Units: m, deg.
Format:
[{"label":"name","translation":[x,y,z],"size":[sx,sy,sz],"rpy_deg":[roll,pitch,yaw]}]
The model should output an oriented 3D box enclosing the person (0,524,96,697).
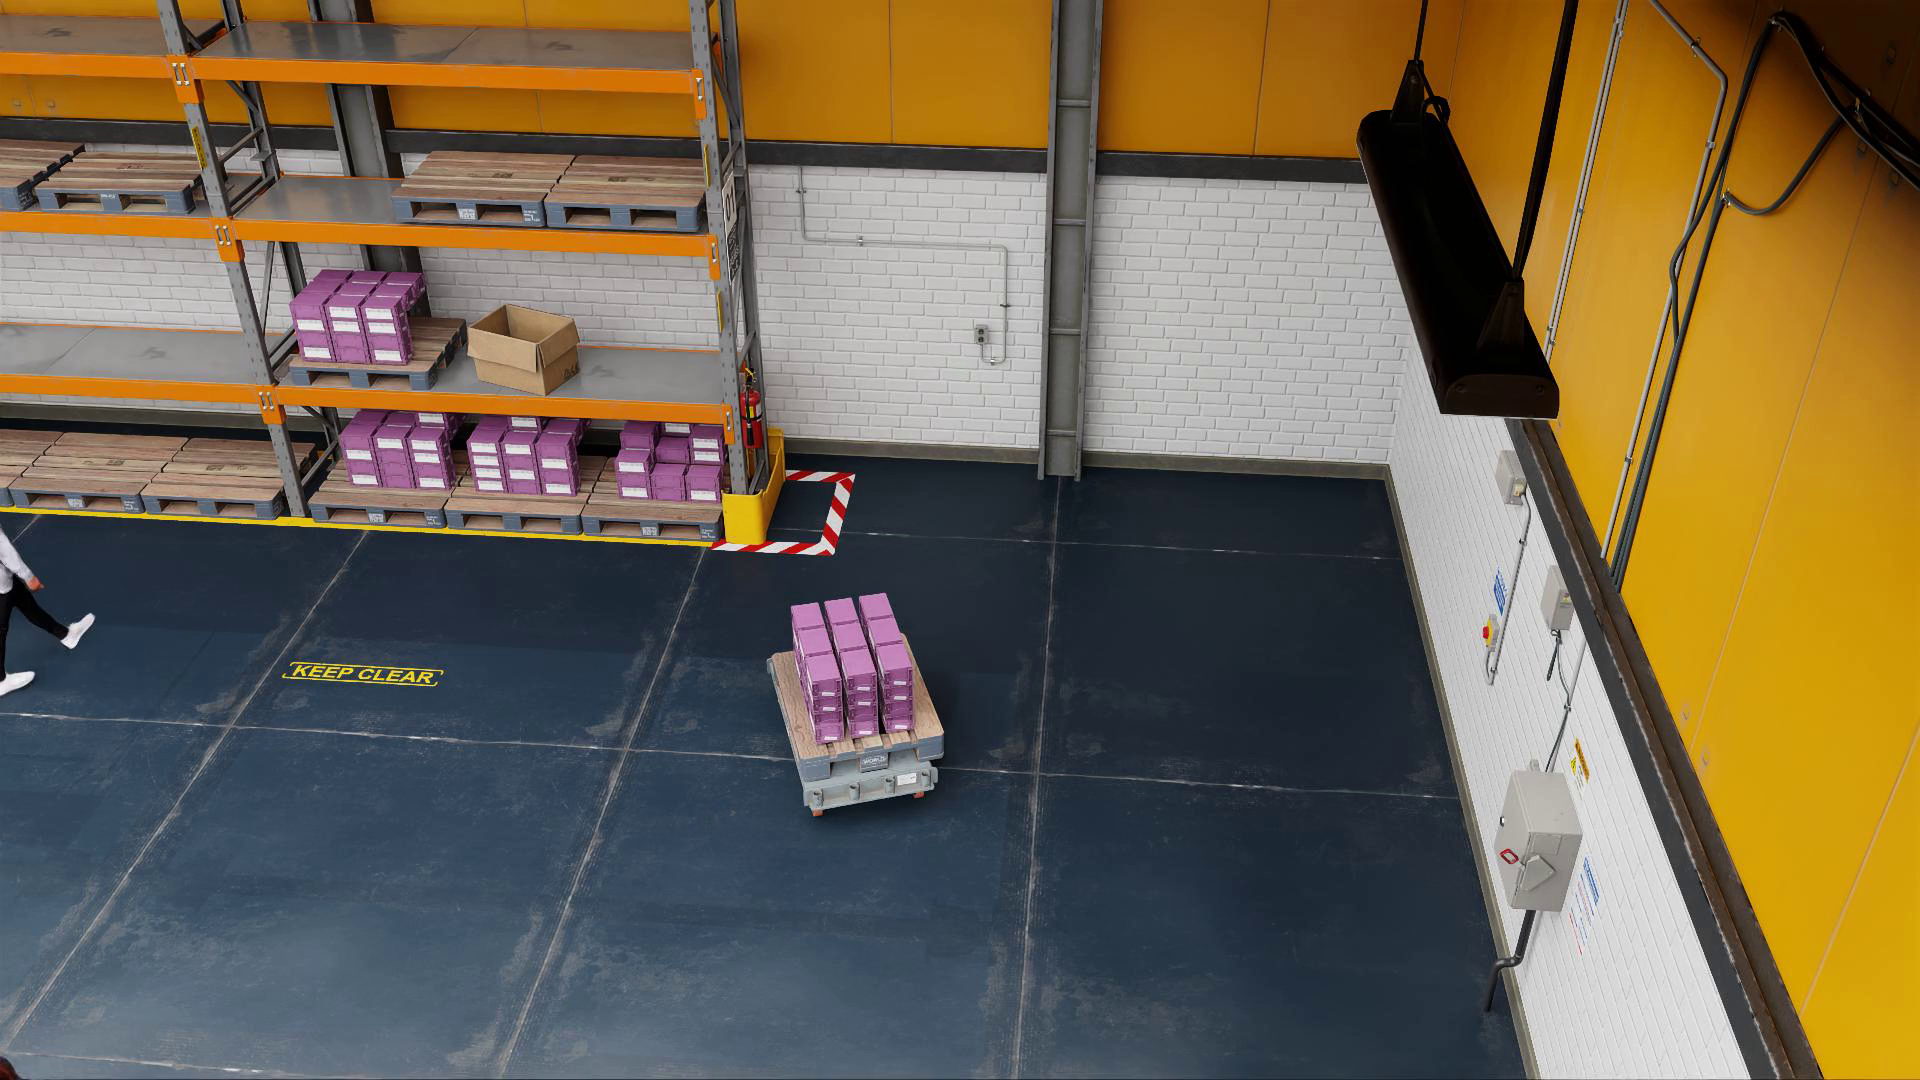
[{"label":"person","translation":[-7.211,0.320,12.241],"size":[1.190,1.888,1.173],"rpy_deg":[25,41,33]}]
